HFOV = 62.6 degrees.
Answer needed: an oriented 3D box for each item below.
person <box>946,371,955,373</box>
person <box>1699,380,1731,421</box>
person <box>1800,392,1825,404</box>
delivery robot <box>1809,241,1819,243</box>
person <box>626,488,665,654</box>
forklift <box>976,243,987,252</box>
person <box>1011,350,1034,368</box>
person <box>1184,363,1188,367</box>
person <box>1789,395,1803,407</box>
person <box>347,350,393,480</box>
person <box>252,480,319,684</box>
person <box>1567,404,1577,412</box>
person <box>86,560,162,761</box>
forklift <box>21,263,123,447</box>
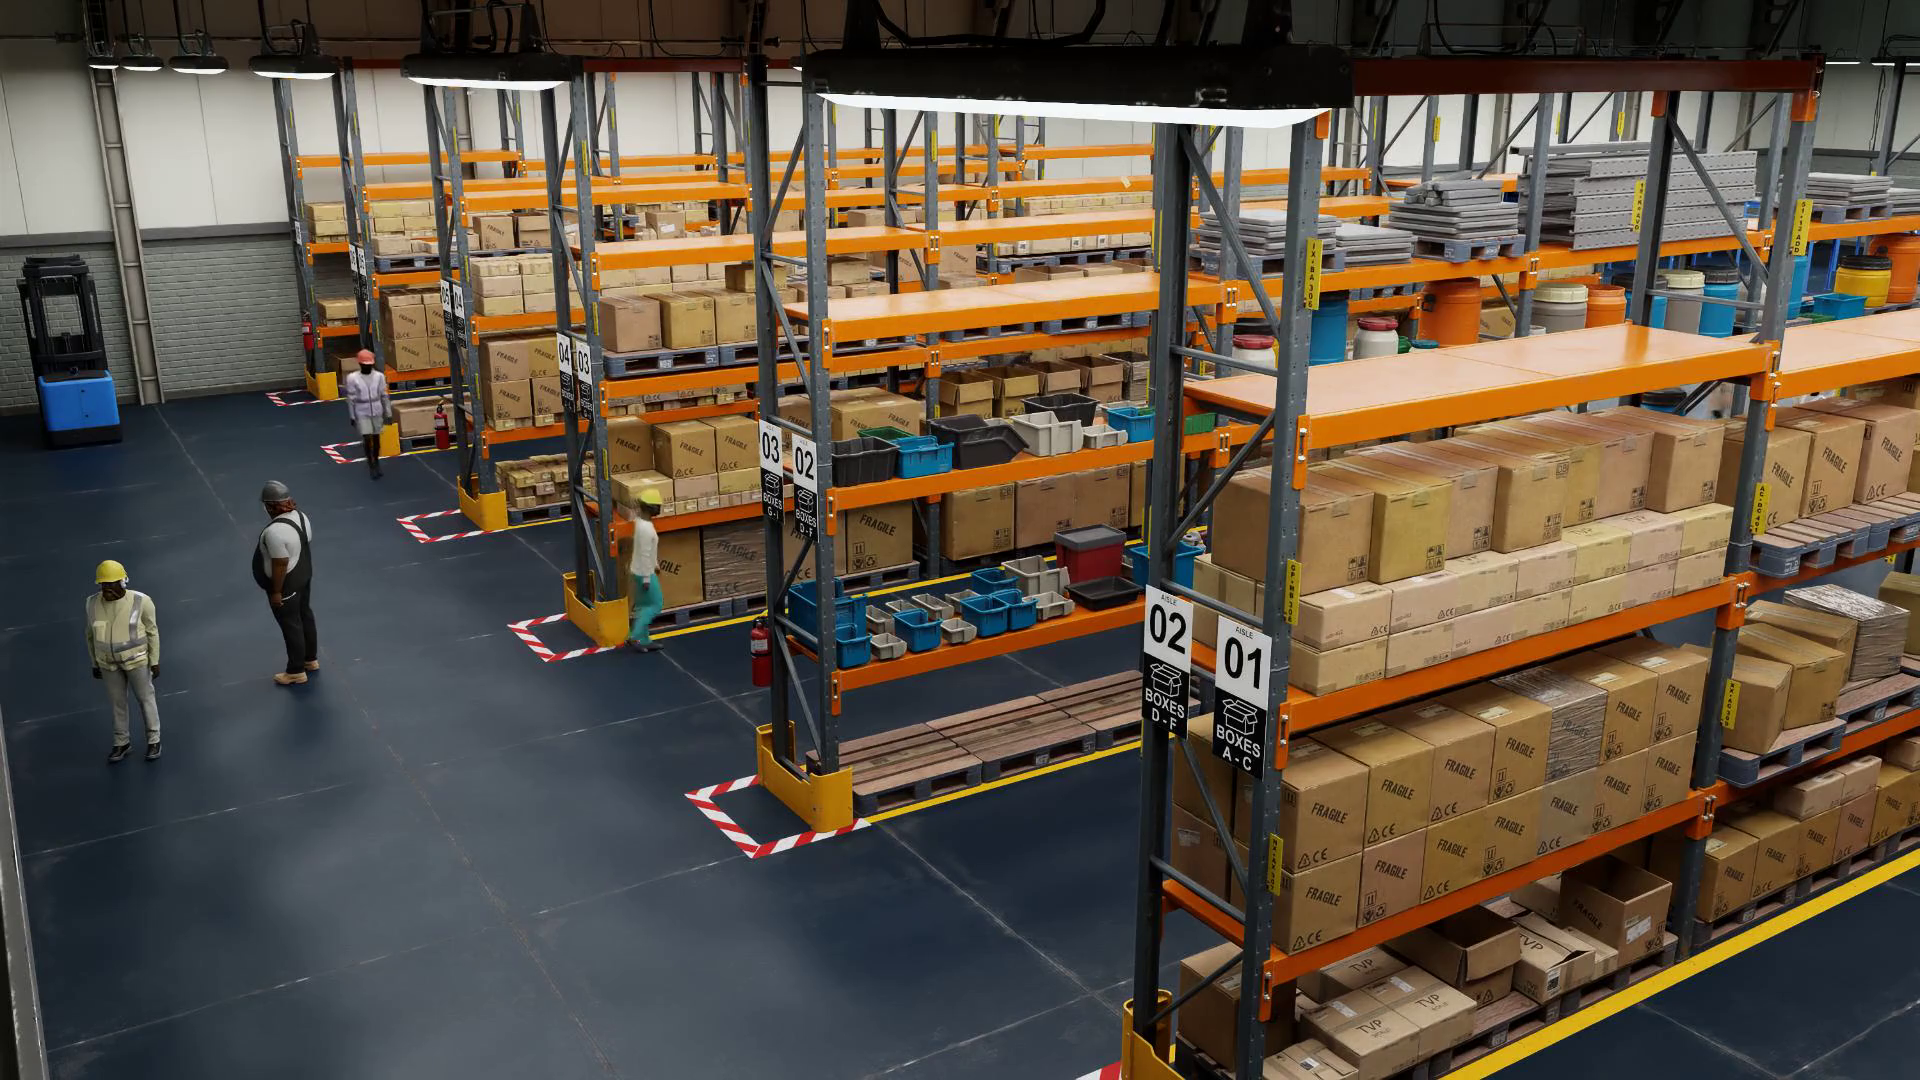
[{"bbox_3d":[-0.035,-1.490,22.192,0.955,1.847,0.582,-15,23,-41],"label":"person"},{"bbox_3d":[11.527,-2.075,24.007,0.645,1.885,0.609,15,23,41],"label":"person"},{"bbox_3d":[12.156,-1.551,22.620,0.318,1.698,0.535,-2,17,-6],"label":"person"},{"bbox_3d":[28.574,-10.189,52.786,0.477,0.478,0.707,8,19,26],"label":"delivery robot"},{"bbox_3d":[-3.232,0.328,16.386,0.429,1.743,0.536,-7,18,-21],"label":"person"},{"bbox_3d":[0.988,-5.474,34.718,1.214,2.155,2.313,-10,20,-31],"label":"forklift"},{"bbox_3d":[0.931,-2.180,24.250,0.963,1.962,0.624,-10,20,-30],"label":"person"},{"bbox_3d":[3.217,-2.017,23.741,0.397,1.939,0.602,9,19,27],"label":"person"},{"bbox_3d":[12.654,-1.845,23.774,0.510,1.588,0.857,-9,19,-27],"label":"person"},{"bbox_3d":[-8.628,-1.837,23.187,0.564,1.910,0.792,-12,21,-34],"label":"person"},{"bbox_3d":[-6.715,0.416,15.665,0.539,2.000,0.689,0,17,1],"label":"person"},{"bbox_3d":[10.769,-3.061,27.353,0.959,1.834,0.527,-15,23,-41],"label":"person"},{"bbox_3d":[-7.339,1.052,13.857,0.588,1.835,0.403,-2,17,-6],"label":"person"},{"bbox_3d":[-14.518,-3.079,25.708,1.129,2.768,1.873,-10,20,-31],"label":"forklift"}]
